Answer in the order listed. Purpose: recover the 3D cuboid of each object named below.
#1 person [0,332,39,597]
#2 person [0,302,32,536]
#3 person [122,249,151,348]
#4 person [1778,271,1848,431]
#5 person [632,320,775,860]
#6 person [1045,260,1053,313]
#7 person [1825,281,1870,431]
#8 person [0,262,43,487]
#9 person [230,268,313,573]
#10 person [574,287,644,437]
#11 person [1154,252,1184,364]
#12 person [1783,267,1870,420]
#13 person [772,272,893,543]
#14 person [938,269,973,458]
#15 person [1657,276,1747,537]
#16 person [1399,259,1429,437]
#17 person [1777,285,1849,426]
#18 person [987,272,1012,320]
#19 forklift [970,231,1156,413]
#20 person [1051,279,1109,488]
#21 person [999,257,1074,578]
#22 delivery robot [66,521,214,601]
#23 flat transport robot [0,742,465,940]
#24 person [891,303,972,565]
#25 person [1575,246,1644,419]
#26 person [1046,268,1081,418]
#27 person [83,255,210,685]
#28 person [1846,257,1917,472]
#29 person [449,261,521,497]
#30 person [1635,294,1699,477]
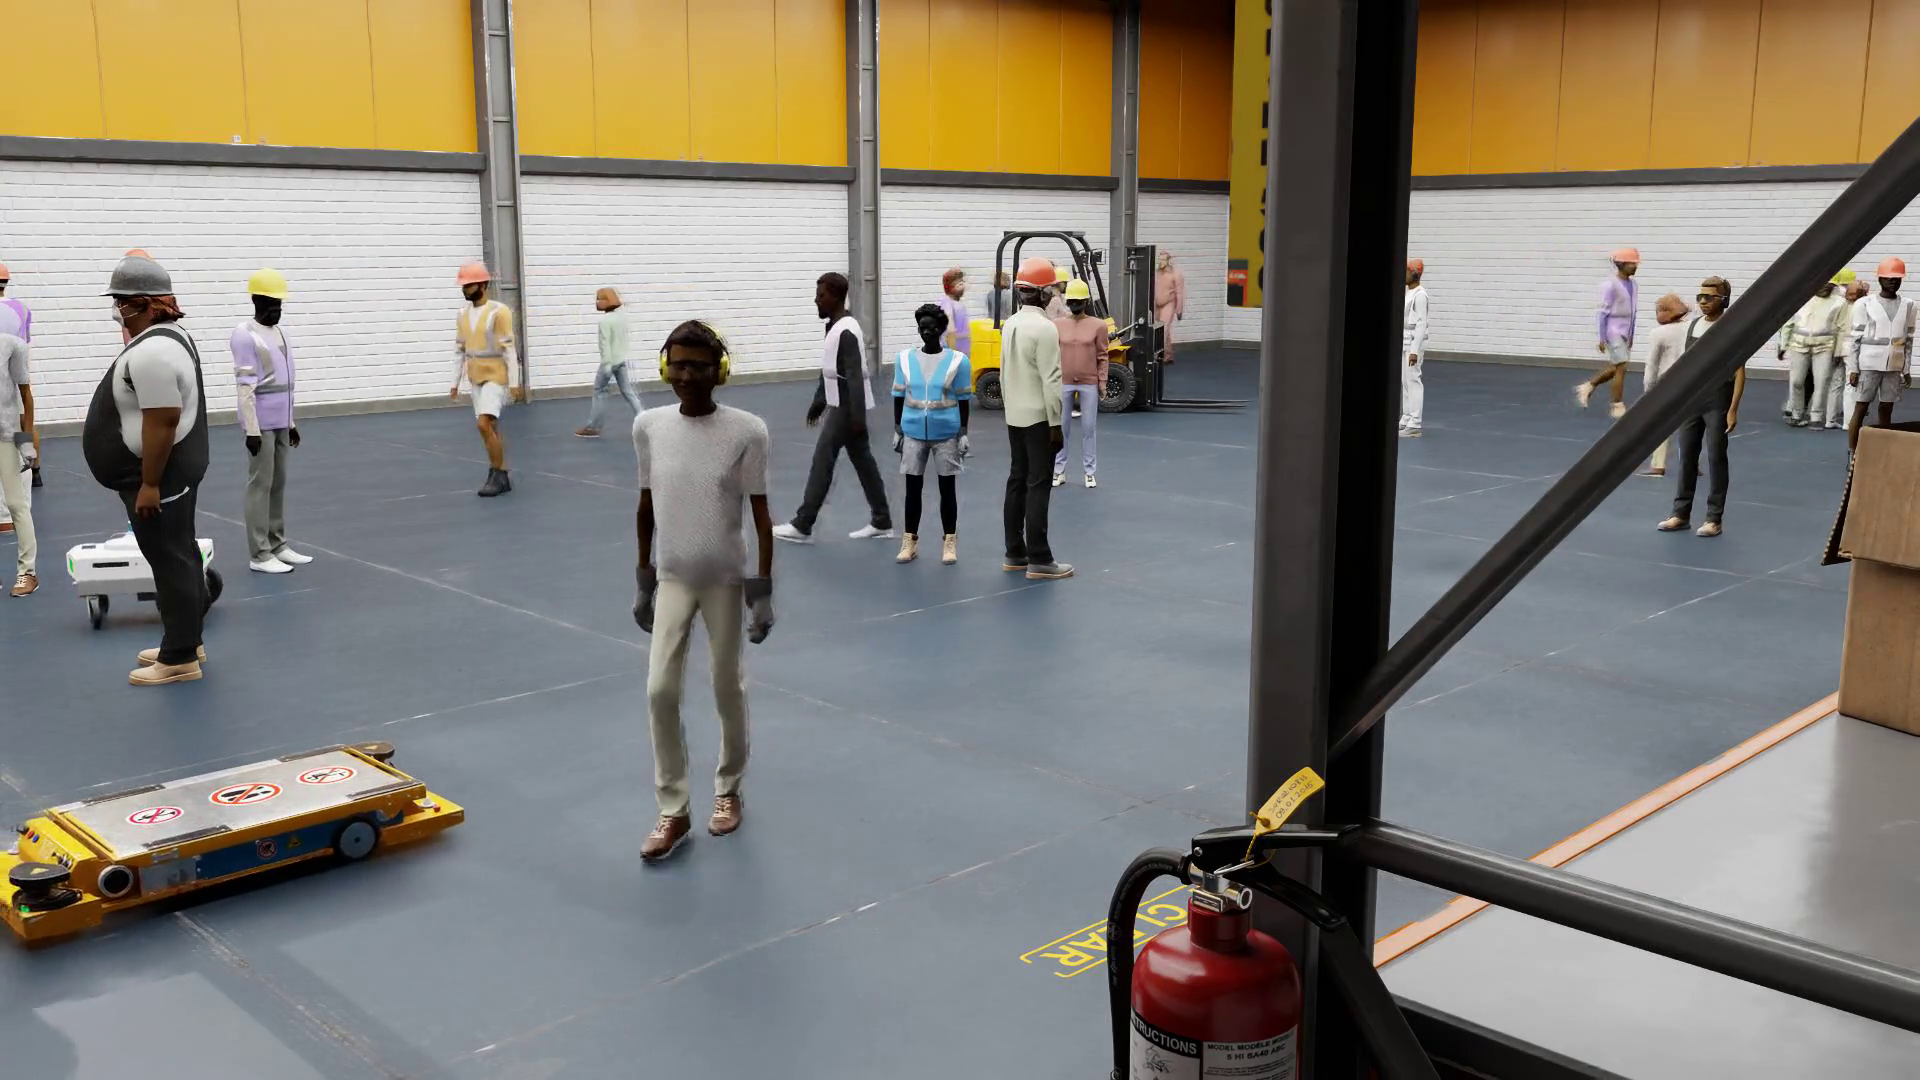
[{"bbox_3d":[-5.724,-0.589,9.822,0.515,1.873,0.329,0,10,1],"label":"person"},{"bbox_3d":[-6.909,-0.993,11.844,0.372,1.938,0.627,0,10,2],"label":"person"},{"bbox_3d":[-8.053,-1.865,16.436,0.375,1.997,0.612,-9,13,-39],"label":"person"},{"bbox_3d":[9.388,-2.108,18.314,0.637,1.809,0.404,8,13,39],"label":"person"},{"bbox_3d":[-0.914,0.176,5.730,0.558,1.843,0.756,1,10,7],"label":"person"},{"bbox_3d":[1.160,-2.783,21.915,0.805,1.819,0.630,-1,10,-5],"label":"person"},{"bbox_3d":[9.731,-2.007,18.190,0.312,1.636,0.520,-3,11,-16],"label":"person"},{"bbox_3d":[-7.989,-1.371,13.898,0.362,1.939,0.542,2,11,9],"label":"person"},{"bbox_3d":[-4.387,-0.759,10.600,0.384,1.924,0.589,1,10,3],"label":"person"},{"bbox_3d":[-3.655,-1.866,17.547,0.846,1.591,0.515,3,11,14],"label":"person"},{"bbox_3d":[3.270,-3.780,27.259,0.997,1.857,0.651,-10,14,-42],"label":"person"},{"bbox_3d":[9.975,-2.231,19.062,0.909,1.766,0.617,9,14,40],"label":"person"},{"bbox_3d":[-0.914,-0.912,11.576,0.979,1.871,0.605,-1,10,-6],"label":"person"},{"bbox_3d":[-0.053,-1.685,15.995,0.368,1.810,0.724,2,11,11],"label":"person"},{"bbox_3d":[5.309,-0.947,11.842,0.343,1.847,0.507,-7,13,-35],"label":"person"},{"bbox_3d":[4.784,-2.034,17.671,0.356,1.882,0.573,0,10,2],"label":"person"},{"bbox_3d":[9.562,-2.216,18.547,0.677,1.919,0.839,2,11,9],"label":"person"},{"bbox_3d":[0.615,-3.112,24.330,0.514,1.584,0.849,8,13,37],"label":"person"},{"bbox_3d":[1.222,-2.721,20.561,2.313,2.155,1.214,2,11,13],"label":"forklift"},{"bbox_3d":[0.986,-1.316,14.074,0.533,1.765,0.326,2,11,10],"label":"person"},{"bbox_3d":[0.467,-0.760,10.404,0.369,1.996,0.622,-5,12,-26],"label":"person"},{"bbox_3d":[-4.547,0.129,9.240,0.707,0.478,0.477,-3,11,-15],"label":"delivery robot"},{"bbox_3d":[-2.502,0.975,5.657,1.431,0.197,0.652,-10,14,-44],"label":"flat transport robot"},{"bbox_3d":[-0.188,-0.684,10.809,0.530,1.697,0.321,2,11,10],"label":"person"},{"bbox_3d":[7.617,-2.424,19.463,0.605,2.020,0.791,-8,13,-38],"label":"person"},{"bbox_3d":[1.166,-2.302,19.482,0.430,1.762,0.533,1,10,8],"label":"person"},{"bbox_3d":[-3.892,-0.336,7.977,0.538,2.000,0.684,-3,11,-18],"label":"person"},{"bbox_3d":[8.279,-1.561,14.940,0.542,1.938,0.358,1,10,5],"label":"person"},{"bbox_3d":[-3.914,-1.302,13.571,0.578,1.915,0.616,6,12,30],"label":"person"},{"bbox_3d":[6.344,-1.359,14.726,0.594,1.617,0.303,0,10,1],"label":"person"}]
